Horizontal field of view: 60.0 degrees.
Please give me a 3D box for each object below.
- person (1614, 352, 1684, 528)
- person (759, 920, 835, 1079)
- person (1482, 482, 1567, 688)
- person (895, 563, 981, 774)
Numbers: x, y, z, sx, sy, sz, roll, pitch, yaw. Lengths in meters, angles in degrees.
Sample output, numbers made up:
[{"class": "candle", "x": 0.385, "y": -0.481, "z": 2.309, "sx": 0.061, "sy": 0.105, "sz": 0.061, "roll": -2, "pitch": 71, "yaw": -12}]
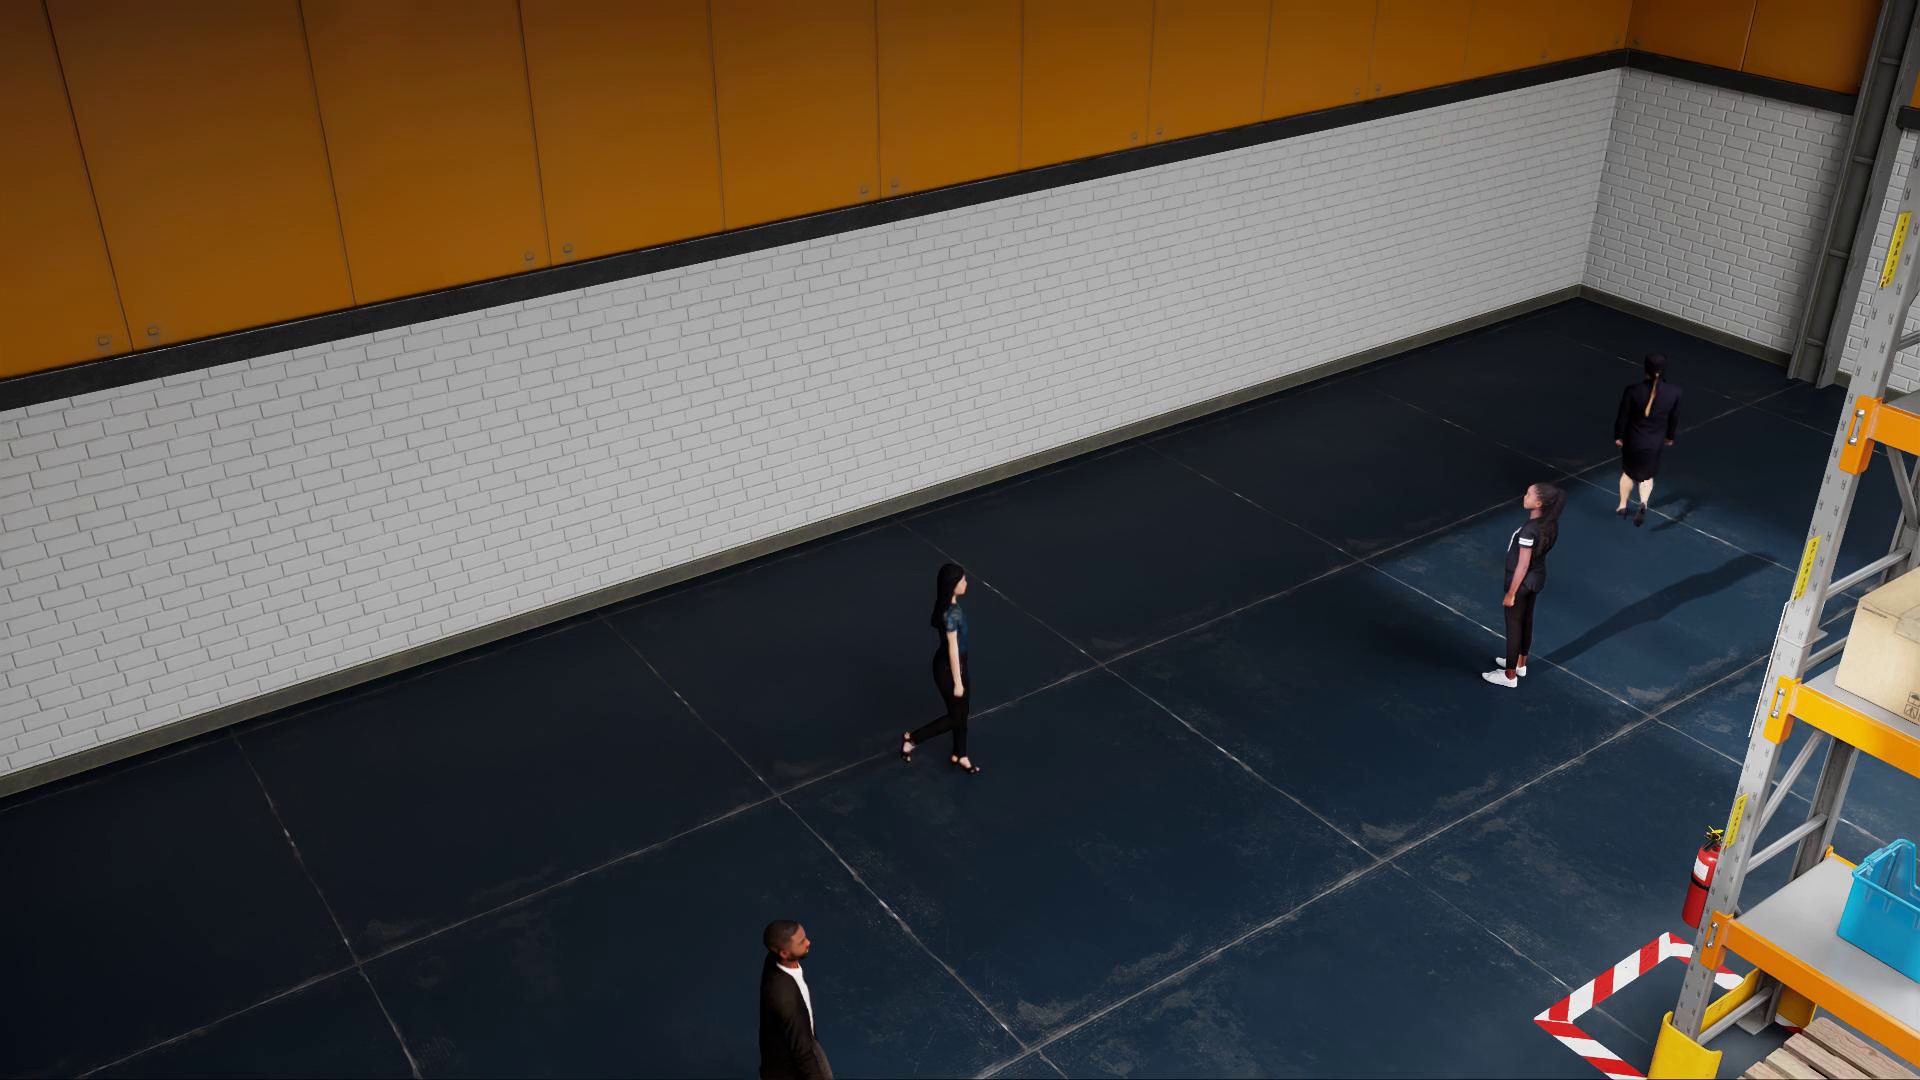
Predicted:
[{"class": "person", "x": 6.230, "y": -0.862, "z": 15.127, "sx": 0.972, "sy": 1.657, "sz": 1.023, "roll": 7, "pitch": 29, "yaw": 12}, {"class": "person", "x": -0.959, "y": 2.698, "z": 8.500, "sx": 1.142, "sy": 1.753, "sz": 1.221, "roll": -1, "pitch": 29, "yaw": -2}, {"class": "person", "x": 4.363, "y": 0.333, "z": 12.864, "sx": 0.654, "sy": 1.727, "sz": 0.673, "roll": 22, "pitch": 35, "yaw": 34}, {"class": "person", "x": -0.136, "y": 0.949, "z": 11.737, "sx": 0.879, "sy": 1.724, "sz": 0.883, "roll": -2, "pitch": 29, "yaw": -3}]
